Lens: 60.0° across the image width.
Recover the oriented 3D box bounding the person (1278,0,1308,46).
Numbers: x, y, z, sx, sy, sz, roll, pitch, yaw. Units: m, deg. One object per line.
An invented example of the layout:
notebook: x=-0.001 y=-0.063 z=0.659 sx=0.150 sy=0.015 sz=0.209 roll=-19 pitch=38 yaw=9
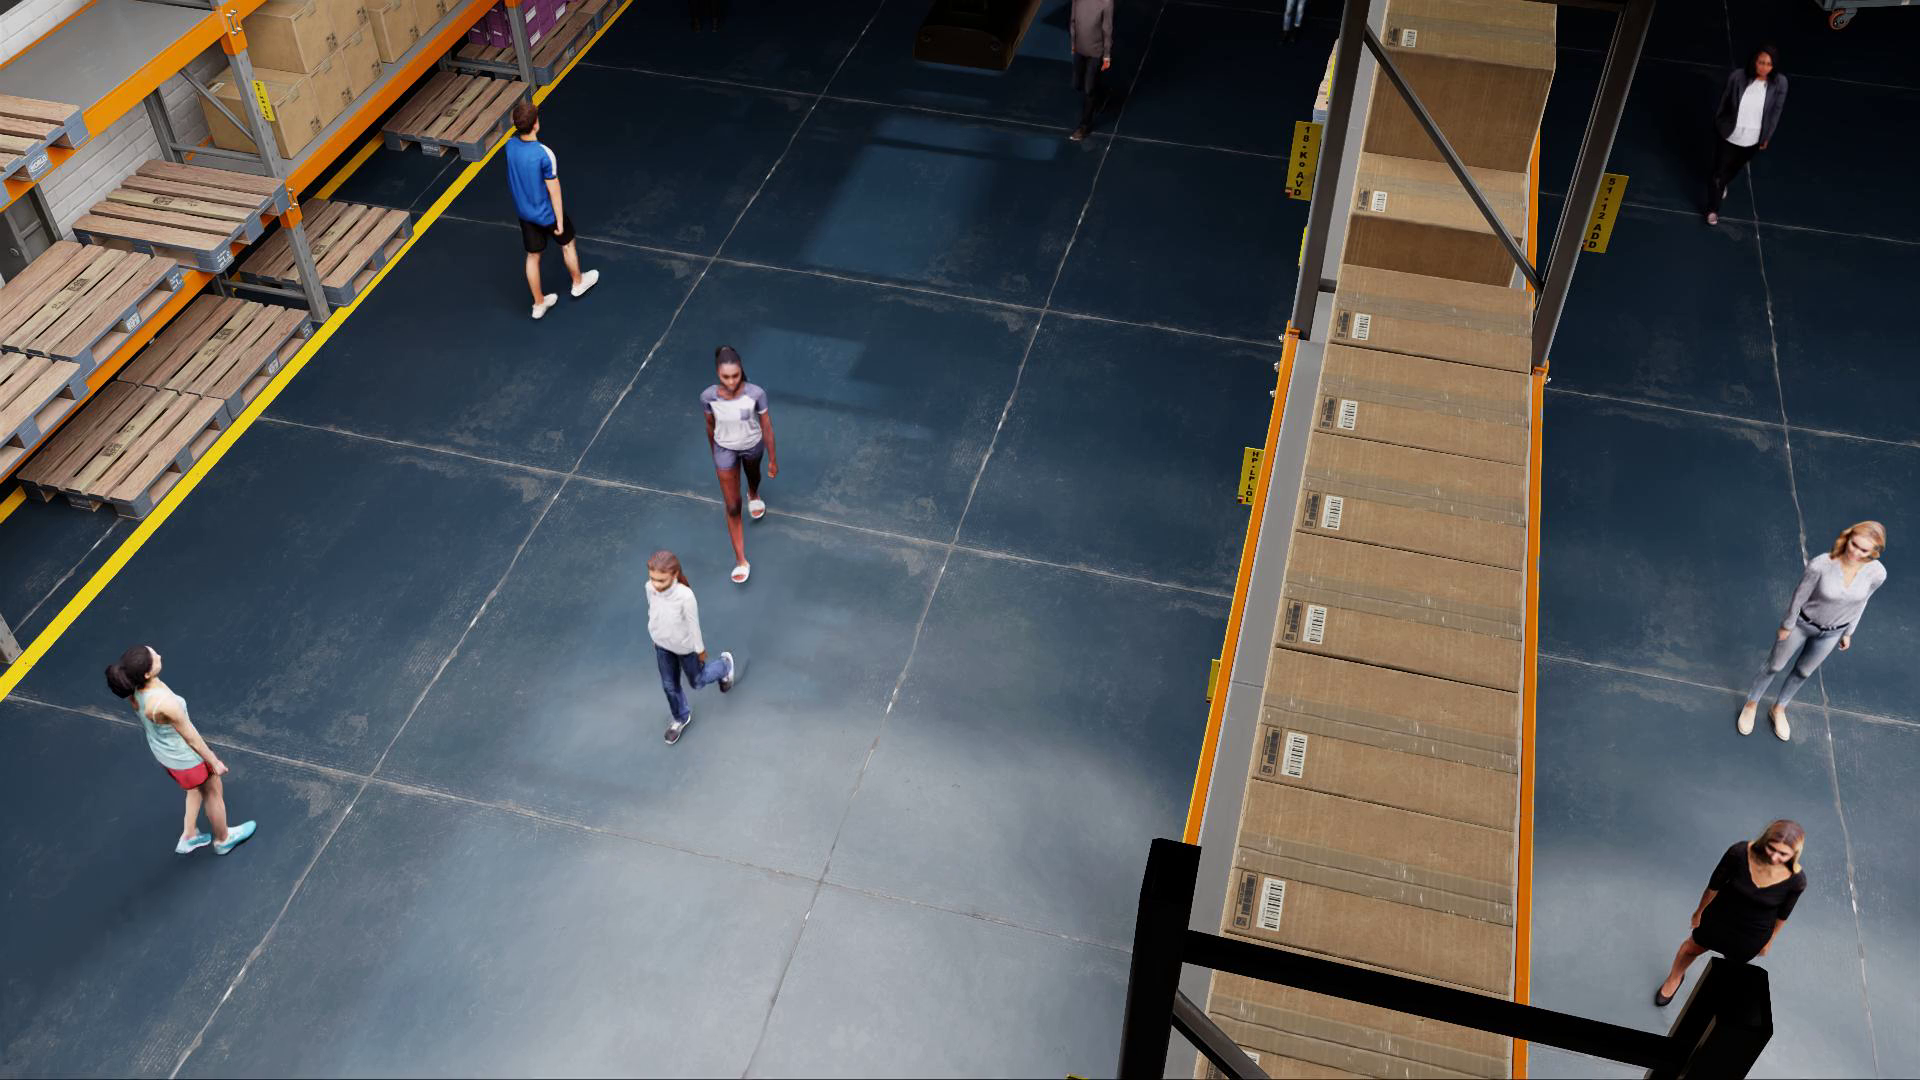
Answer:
person: x=3.546 y=-5.778 z=17.288 sx=0.519 sy=1.186 sz=0.574 roll=13 pitch=45 yaw=13

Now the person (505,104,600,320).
person: x=-3.477 y=-2.624 z=13.506 sx=0.711 sy=1.836 sz=0.955 roll=13 pitch=45 yaw=13

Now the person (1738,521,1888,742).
person: x=5.252 y=0.534 z=10.221 sx=0.588 sy=1.795 sz=0.495 roll=9 pitch=44 yaw=9

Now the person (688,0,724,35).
person: x=-2.730 y=-6.095 z=17.257 sx=0.649 sy=1.689 sz=0.643 roll=-1 pitch=44 yaw=-1

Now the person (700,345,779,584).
person: x=-1.513 y=-0.660 z=11.567 sx=0.955 sy=1.669 sz=1.294 roll=-5 pitch=44 yaw=-5

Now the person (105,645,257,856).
person: x=-4.493 y=1.267 z=9.483 sx=0.711 sy=1.753 sz=0.793 roll=24 pitch=49 yaw=23

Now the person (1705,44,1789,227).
person: x=6.964 y=-3.653 z=14.790 sx=0.645 sy=1.555 sz=1.012 roll=12 pitch=45 yaw=12

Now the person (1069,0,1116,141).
person: x=1.293 y=-4.657 z=15.697 sx=1.009 sy=1.759 sz=0.881 roll=13 pitch=45 yaw=13

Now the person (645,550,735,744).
person: x=-1.712 y=0.580 z=10.358 sx=0.614 sy=1.539 sz=0.906 roll=18 pitch=46 yaw=18

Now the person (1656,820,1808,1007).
person: x=4.091 y=2.012 z=8.757 sx=0.603 sy=1.675 sz=0.567 roll=23 pitch=48 yaw=22
